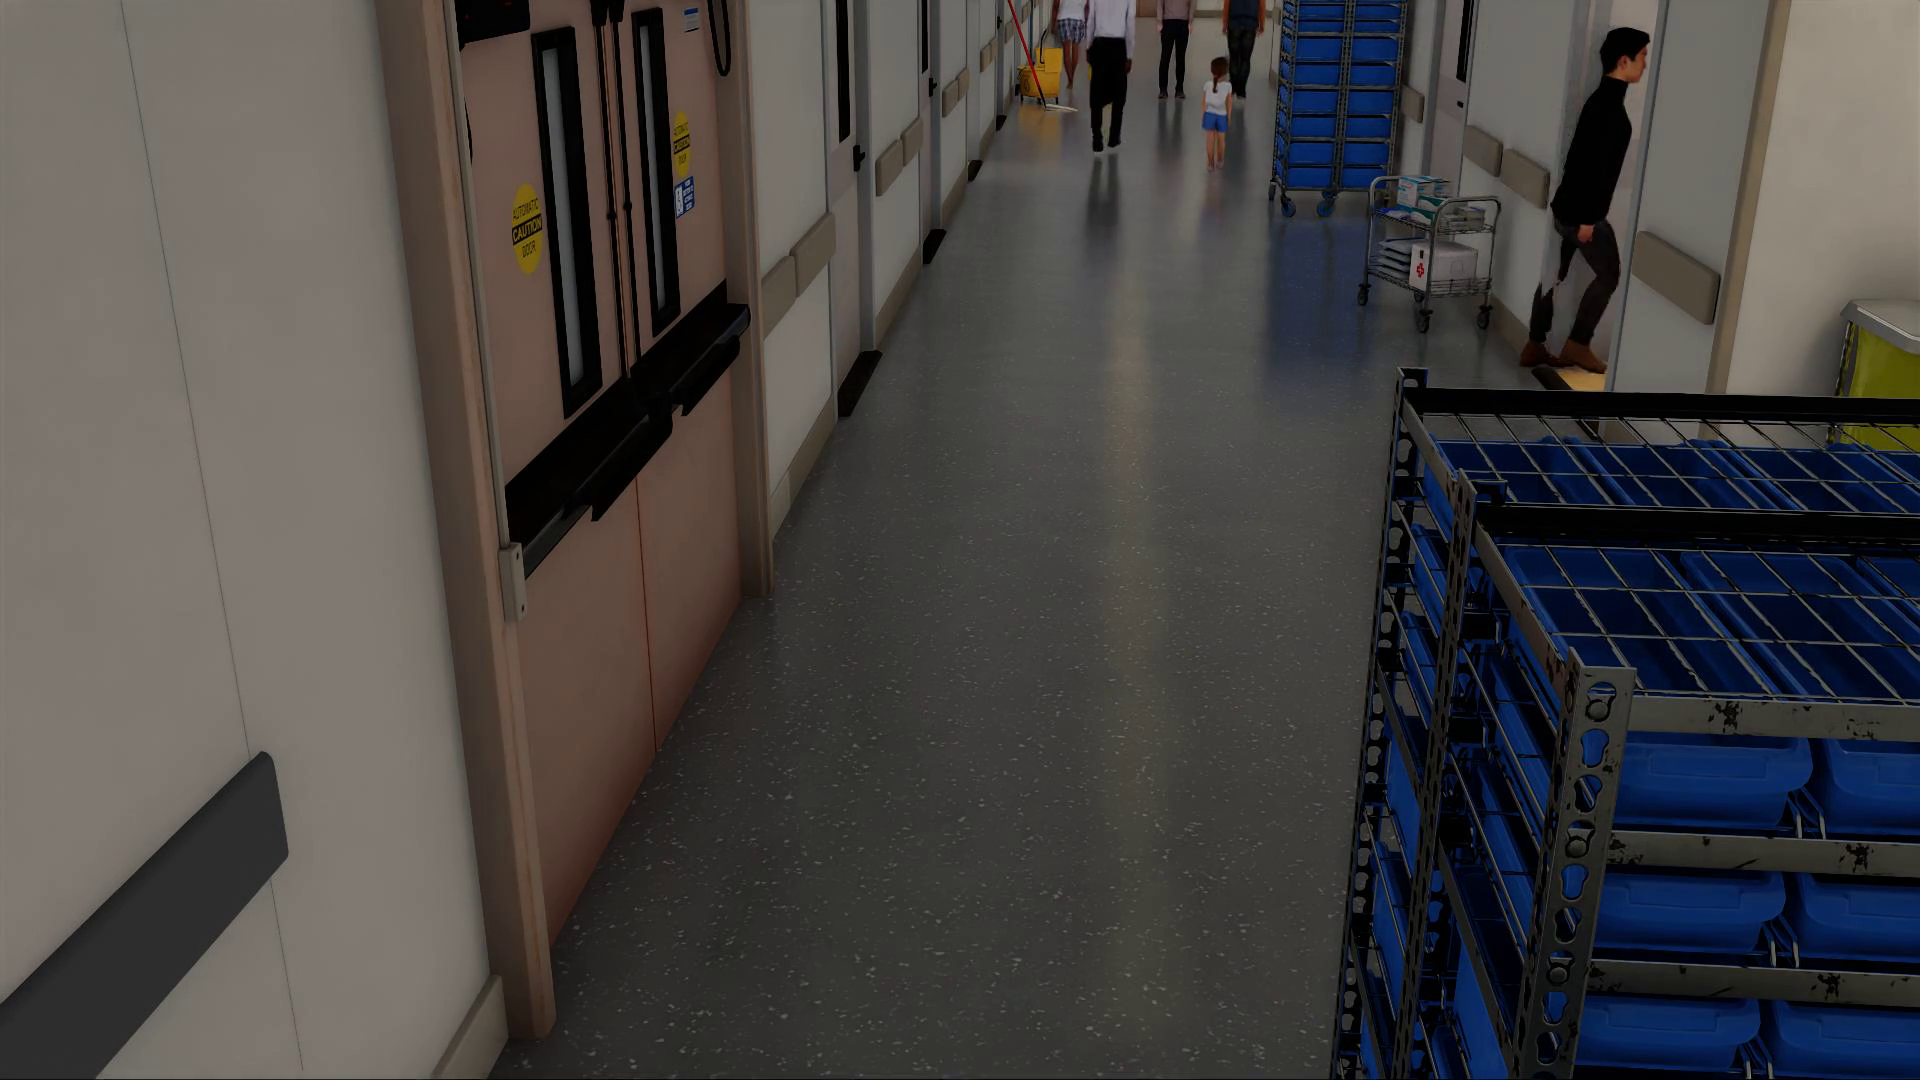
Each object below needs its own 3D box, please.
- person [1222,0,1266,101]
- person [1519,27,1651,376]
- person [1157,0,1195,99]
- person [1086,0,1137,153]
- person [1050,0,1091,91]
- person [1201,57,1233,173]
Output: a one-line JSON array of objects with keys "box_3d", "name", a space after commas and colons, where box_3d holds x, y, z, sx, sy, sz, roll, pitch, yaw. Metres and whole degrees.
[{"box_3d": [3.477, -6.267, 20.407, 0.806, 1.757, 1.216, 5, 21, 13], "name": "person"}, {"box_3d": [3.068, -1.683, 8.380, 0.716, 1.703, 0.597, 1, 21, 2], "name": "person"}, {"box_3d": [2.725, -6.533, 21.032, 0.634, 1.810, 0.562, 0, 21, 1], "name": "person"}, {"box_3d": [1.421, -4.657, 16.097, 0.725, 1.797, 1.217, 4, 21, 10], "name": "person"}, {"box_3d": [1.442, -6.678, 21.589, 0.790, 1.688, 1.169, -2, 21, -4], "name": "person"}, {"box_3d": [2.311, -3.840, 15.060, 0.437, 1.004, 0.645, 3, 21, 7], "name": "person"}]
